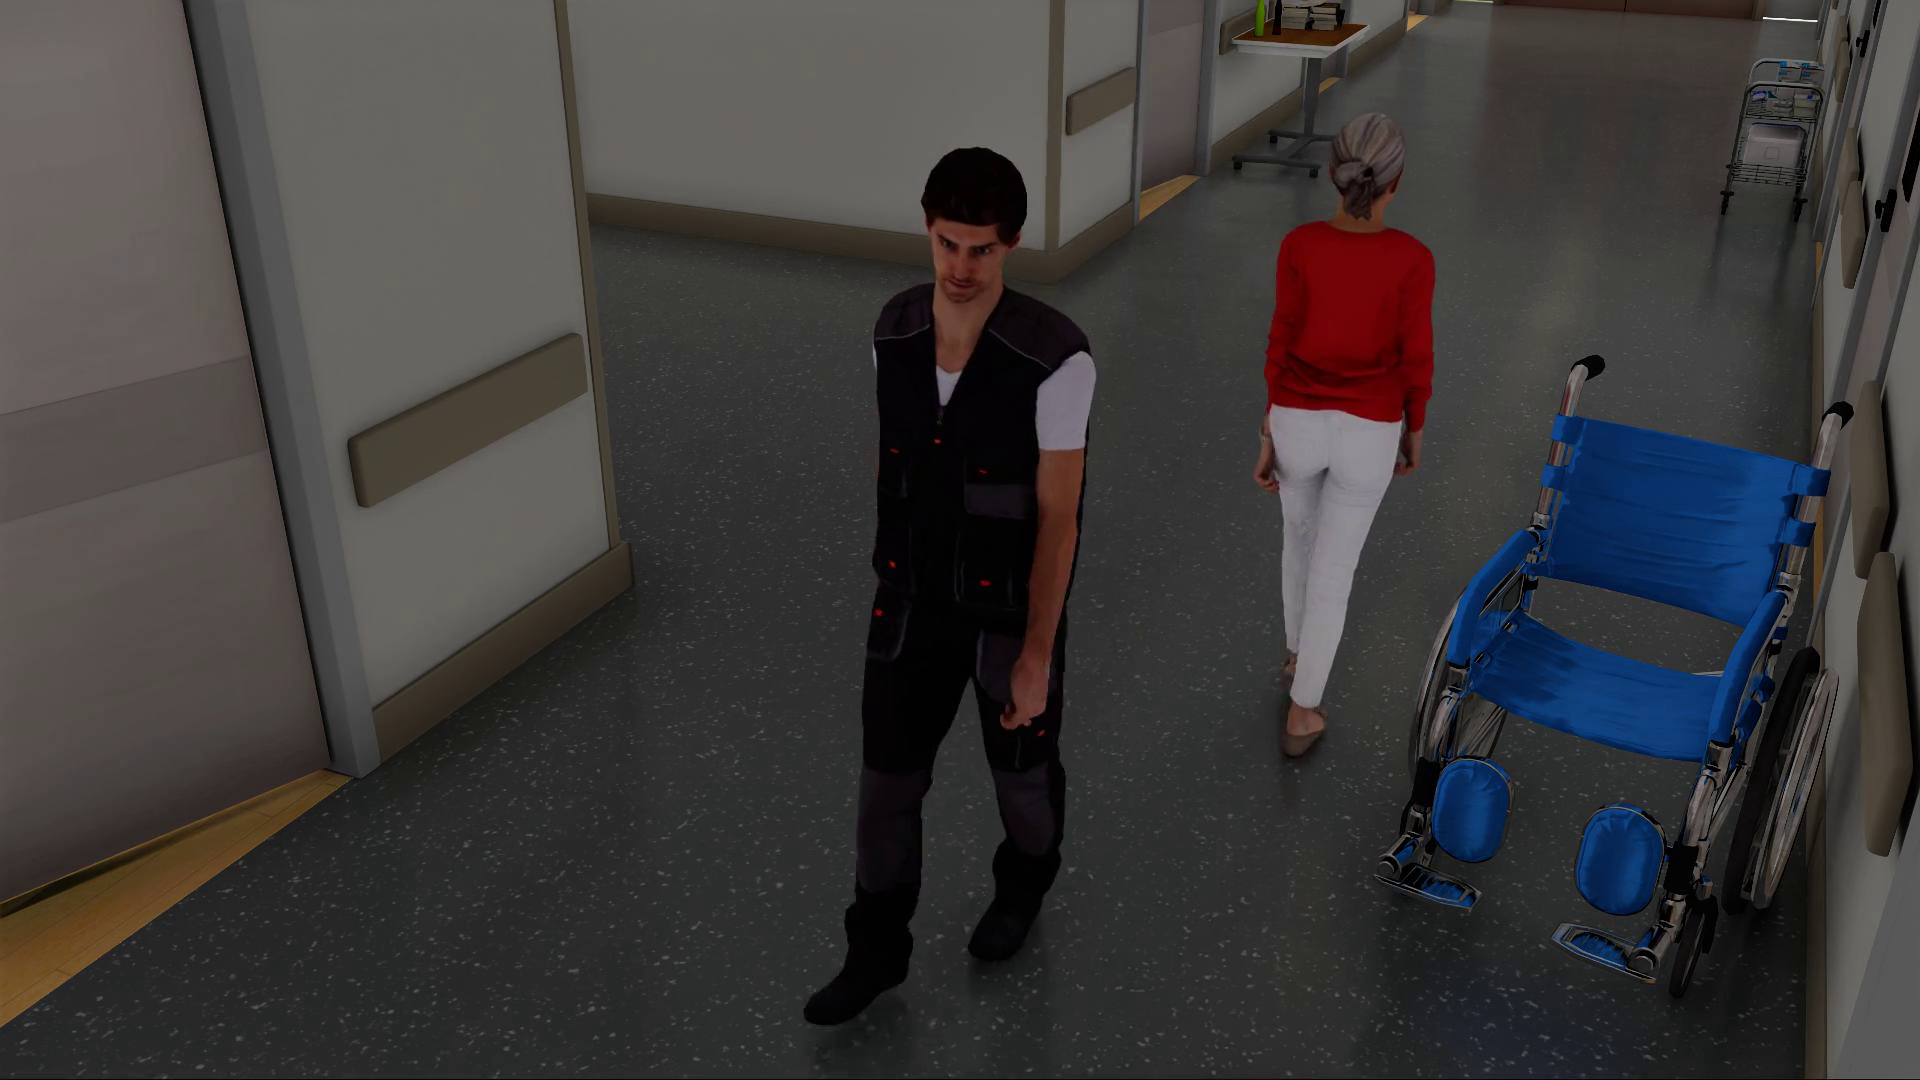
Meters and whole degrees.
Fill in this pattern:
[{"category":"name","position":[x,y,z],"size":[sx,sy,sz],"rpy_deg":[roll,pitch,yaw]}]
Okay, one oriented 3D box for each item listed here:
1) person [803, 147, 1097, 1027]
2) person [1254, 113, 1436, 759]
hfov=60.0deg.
[{"category":"person","position":[0.083,0.091,3.416],"size":[0.658,1.820,0.900],"rpy_deg":[12,28,23]},{"category":"person","position":[0.921,-0.200,4.178],"size":[0.559,1.681,0.673],"rpy_deg":[11,28,21]}]
